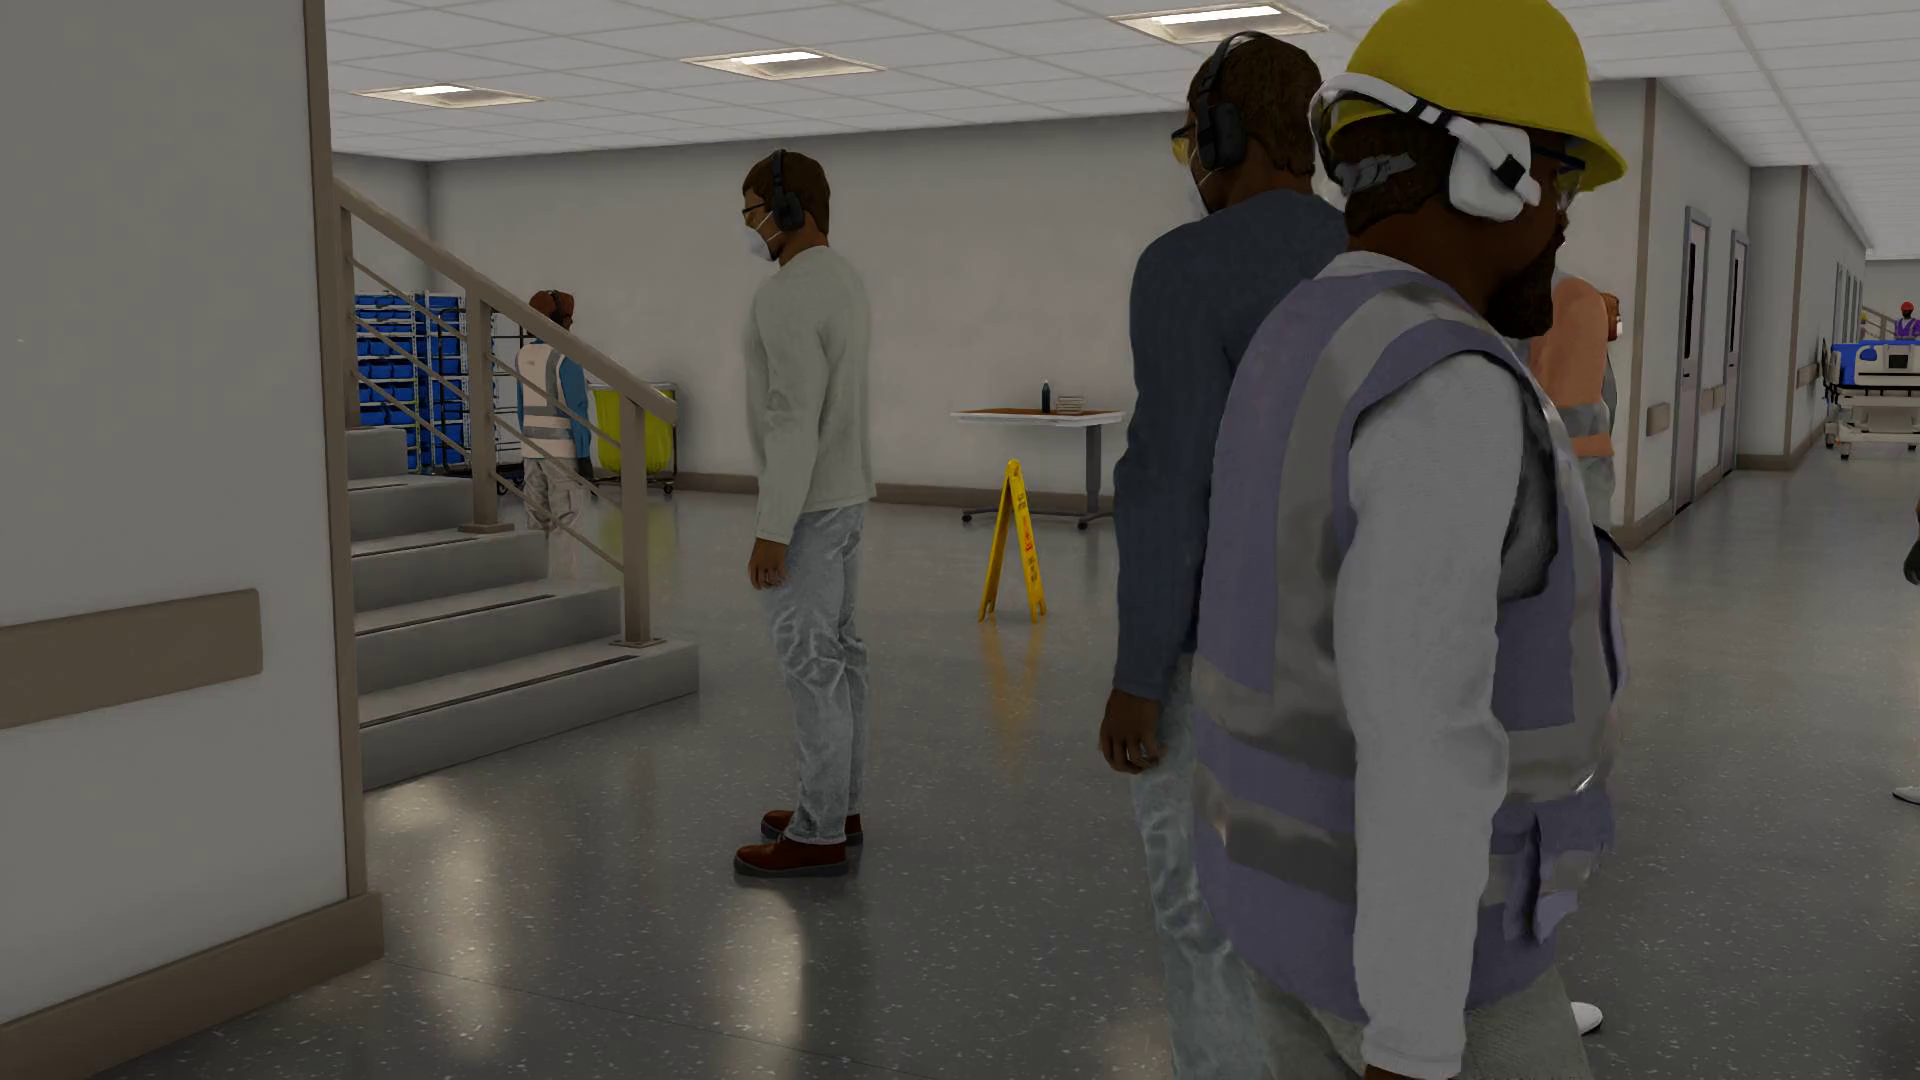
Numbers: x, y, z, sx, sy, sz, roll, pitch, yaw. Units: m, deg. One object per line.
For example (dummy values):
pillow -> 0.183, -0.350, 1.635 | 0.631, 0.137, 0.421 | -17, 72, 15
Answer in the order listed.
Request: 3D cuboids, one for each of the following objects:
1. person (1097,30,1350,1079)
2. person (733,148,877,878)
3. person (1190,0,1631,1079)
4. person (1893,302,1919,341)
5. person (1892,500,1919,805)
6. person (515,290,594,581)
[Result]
person -> 0.475, 0.176, 2.642 | 0.374, 1.928, 0.639 | 7, 10, 44
person -> -0.420, -0.066, 4.470 | 0.373, 1.935, 0.628 | 1, 8, 9
person -> 0.457, 0.359, 1.680 | 0.432, 1.805, 0.592 | -1, 7, -6
person -> 19.915, -4.042, 35.044 | 0.374, 1.939, 0.545 | -4, 9, -30
person -> 3.090, 0.009, 5.012 | 0.513, 1.642, 0.313 | -2, 8, -16
person -> -1.985, -0.398, 8.152 | 0.513, 1.641, 0.307 | 6, 10, 41
